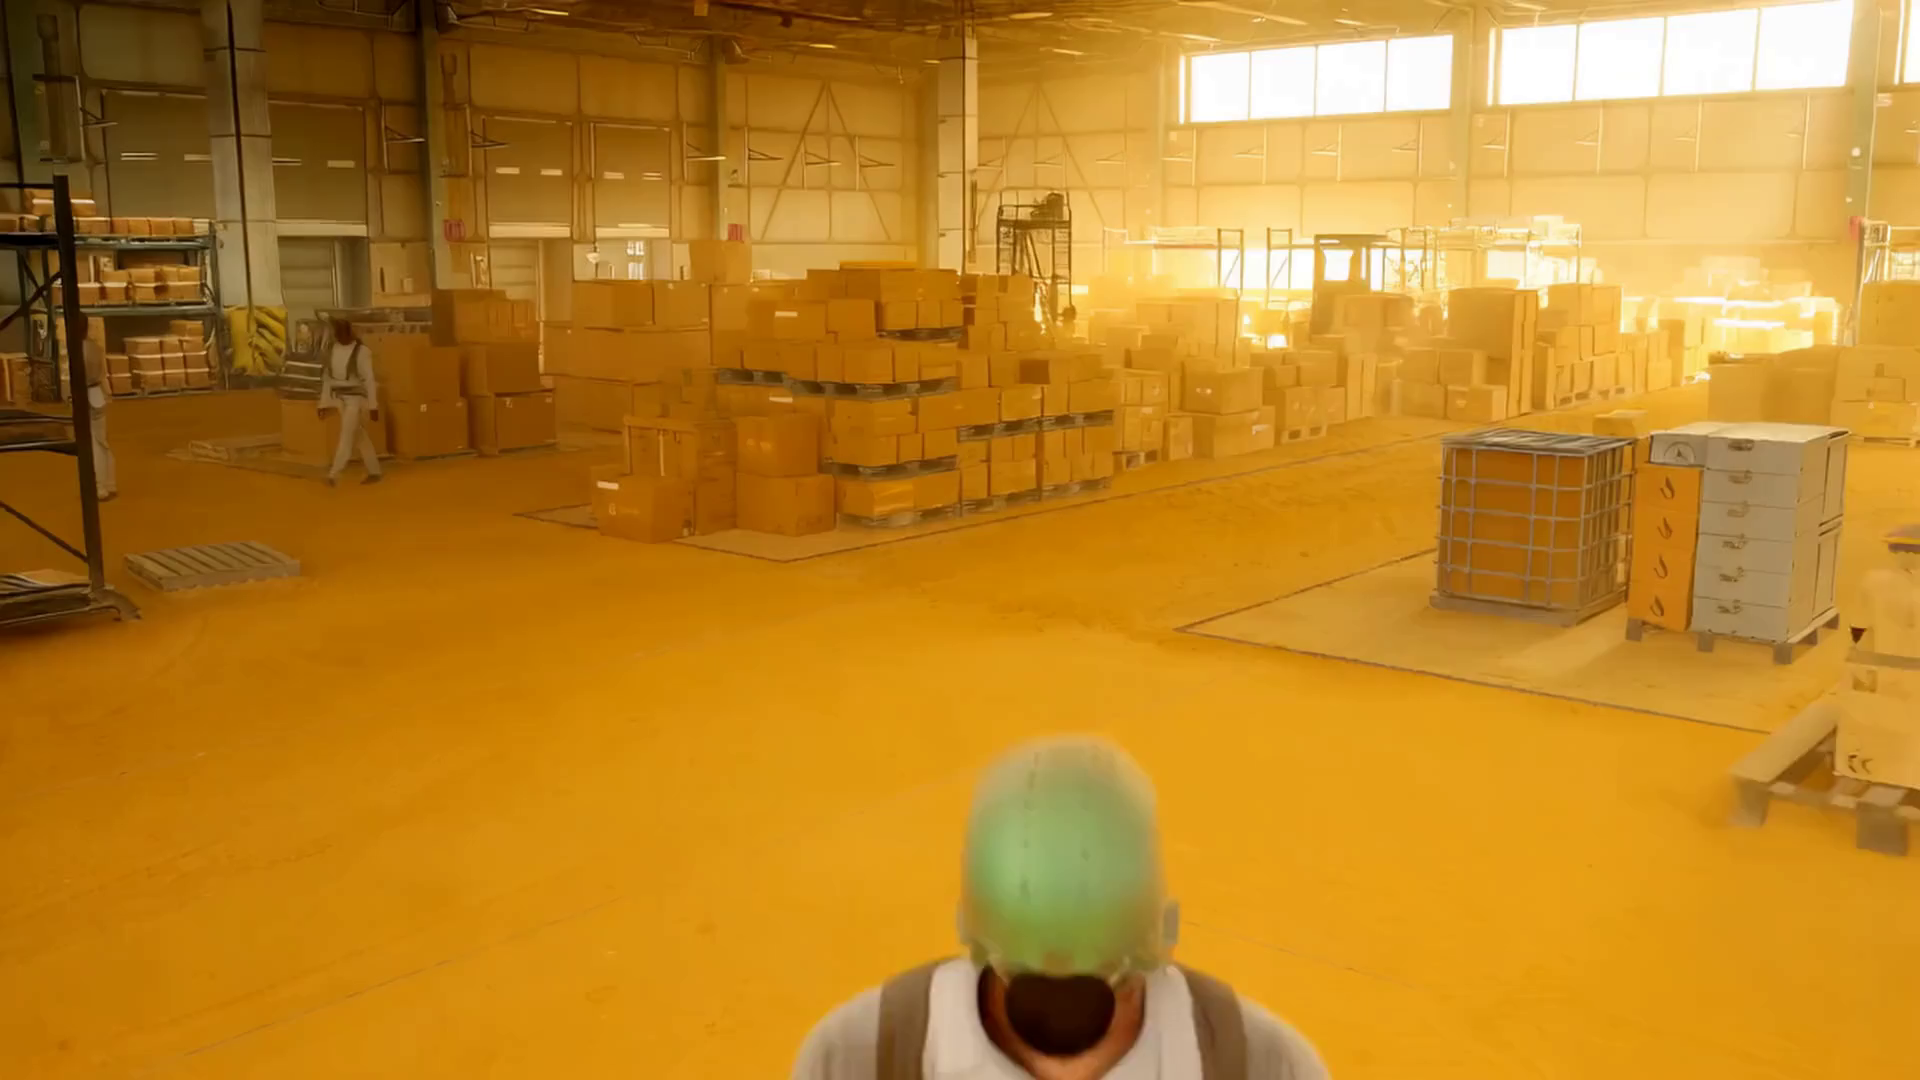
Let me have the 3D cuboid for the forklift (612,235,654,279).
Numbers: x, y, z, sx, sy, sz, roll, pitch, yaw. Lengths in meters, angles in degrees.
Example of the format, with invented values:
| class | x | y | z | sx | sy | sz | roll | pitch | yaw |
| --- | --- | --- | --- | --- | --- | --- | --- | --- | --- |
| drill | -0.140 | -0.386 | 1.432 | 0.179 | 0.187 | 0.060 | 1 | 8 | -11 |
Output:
| class | x | y | z | sx | sy | sz | roll | pitch | yaw |
| --- | --- | --- | --- | --- | --- | --- | --- | --- | --- |
| forklift | -7.300 | -5.450 | 37.421 | 1.873 | 2.768 | 1.129 | 8 | 13 | 40 |

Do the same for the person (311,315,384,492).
| class | x | y | z | sx | sy | sz | roll | pitch | yaw |
| --- | --- | --- | --- | --- | --- | --- | --- | --- | --- |
| person | -6.511 | -1.433 | 17.534 | 0.608 | 1.827 | 0.982 | 6 | 12 | 32 |

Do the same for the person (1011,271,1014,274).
| class | x | y | z | sx | sy | sz | roll | pitch | yaw |
| --- | --- | --- | --- | --- | --- | --- | --- | --- | --- |
| person | 1.500 | -6.710 | 47.391 | 0.975 | 1.893 | 0.655 | -4 | 11 | -22 |

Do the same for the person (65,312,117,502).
| class | x | y | z | sx | sy | sz | roll | pitch | yaw |
| --- | --- | --- | --- | --- | --- | --- | --- | --- | --- |
| person | -8.760 | -1.338 | 16.748 | 0.379 | 1.917 | 0.591 | -1 | 10 | -4 |

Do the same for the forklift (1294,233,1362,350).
| class | x | y | z | sx | sy | sz | roll | pitch | yaw |
| --- | --- | --- | --- | --- | --- | --- | --- | --- | --- |
| forklift | 7.376 | -4.620 | 32.697 | 1.129 | 2.768 | 1.873 | -2 | 10 | -9 |

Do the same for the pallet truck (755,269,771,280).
| class | x | y | z | sx | sy | sz | roll | pitch | yaw |
| --- | --- | --- | --- | --- | --- | --- | --- | --- | --- |
| pallet truck | -4.996 | -6.432 | 45.525 | 1.885 | 1.965 | 0.823 | -6 | 12 | -32 |

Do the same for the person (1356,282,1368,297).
| class | x | y | z | sx | sy | sz | roll | pitch | yaw |
| --- | --- | --- | --- | --- | --- | --- | --- | --- | --- |
| person | 7.632 | -3.921 | 31.476 | 0.636 | 1.916 | 0.765 | -1 | 10 | -5 |
